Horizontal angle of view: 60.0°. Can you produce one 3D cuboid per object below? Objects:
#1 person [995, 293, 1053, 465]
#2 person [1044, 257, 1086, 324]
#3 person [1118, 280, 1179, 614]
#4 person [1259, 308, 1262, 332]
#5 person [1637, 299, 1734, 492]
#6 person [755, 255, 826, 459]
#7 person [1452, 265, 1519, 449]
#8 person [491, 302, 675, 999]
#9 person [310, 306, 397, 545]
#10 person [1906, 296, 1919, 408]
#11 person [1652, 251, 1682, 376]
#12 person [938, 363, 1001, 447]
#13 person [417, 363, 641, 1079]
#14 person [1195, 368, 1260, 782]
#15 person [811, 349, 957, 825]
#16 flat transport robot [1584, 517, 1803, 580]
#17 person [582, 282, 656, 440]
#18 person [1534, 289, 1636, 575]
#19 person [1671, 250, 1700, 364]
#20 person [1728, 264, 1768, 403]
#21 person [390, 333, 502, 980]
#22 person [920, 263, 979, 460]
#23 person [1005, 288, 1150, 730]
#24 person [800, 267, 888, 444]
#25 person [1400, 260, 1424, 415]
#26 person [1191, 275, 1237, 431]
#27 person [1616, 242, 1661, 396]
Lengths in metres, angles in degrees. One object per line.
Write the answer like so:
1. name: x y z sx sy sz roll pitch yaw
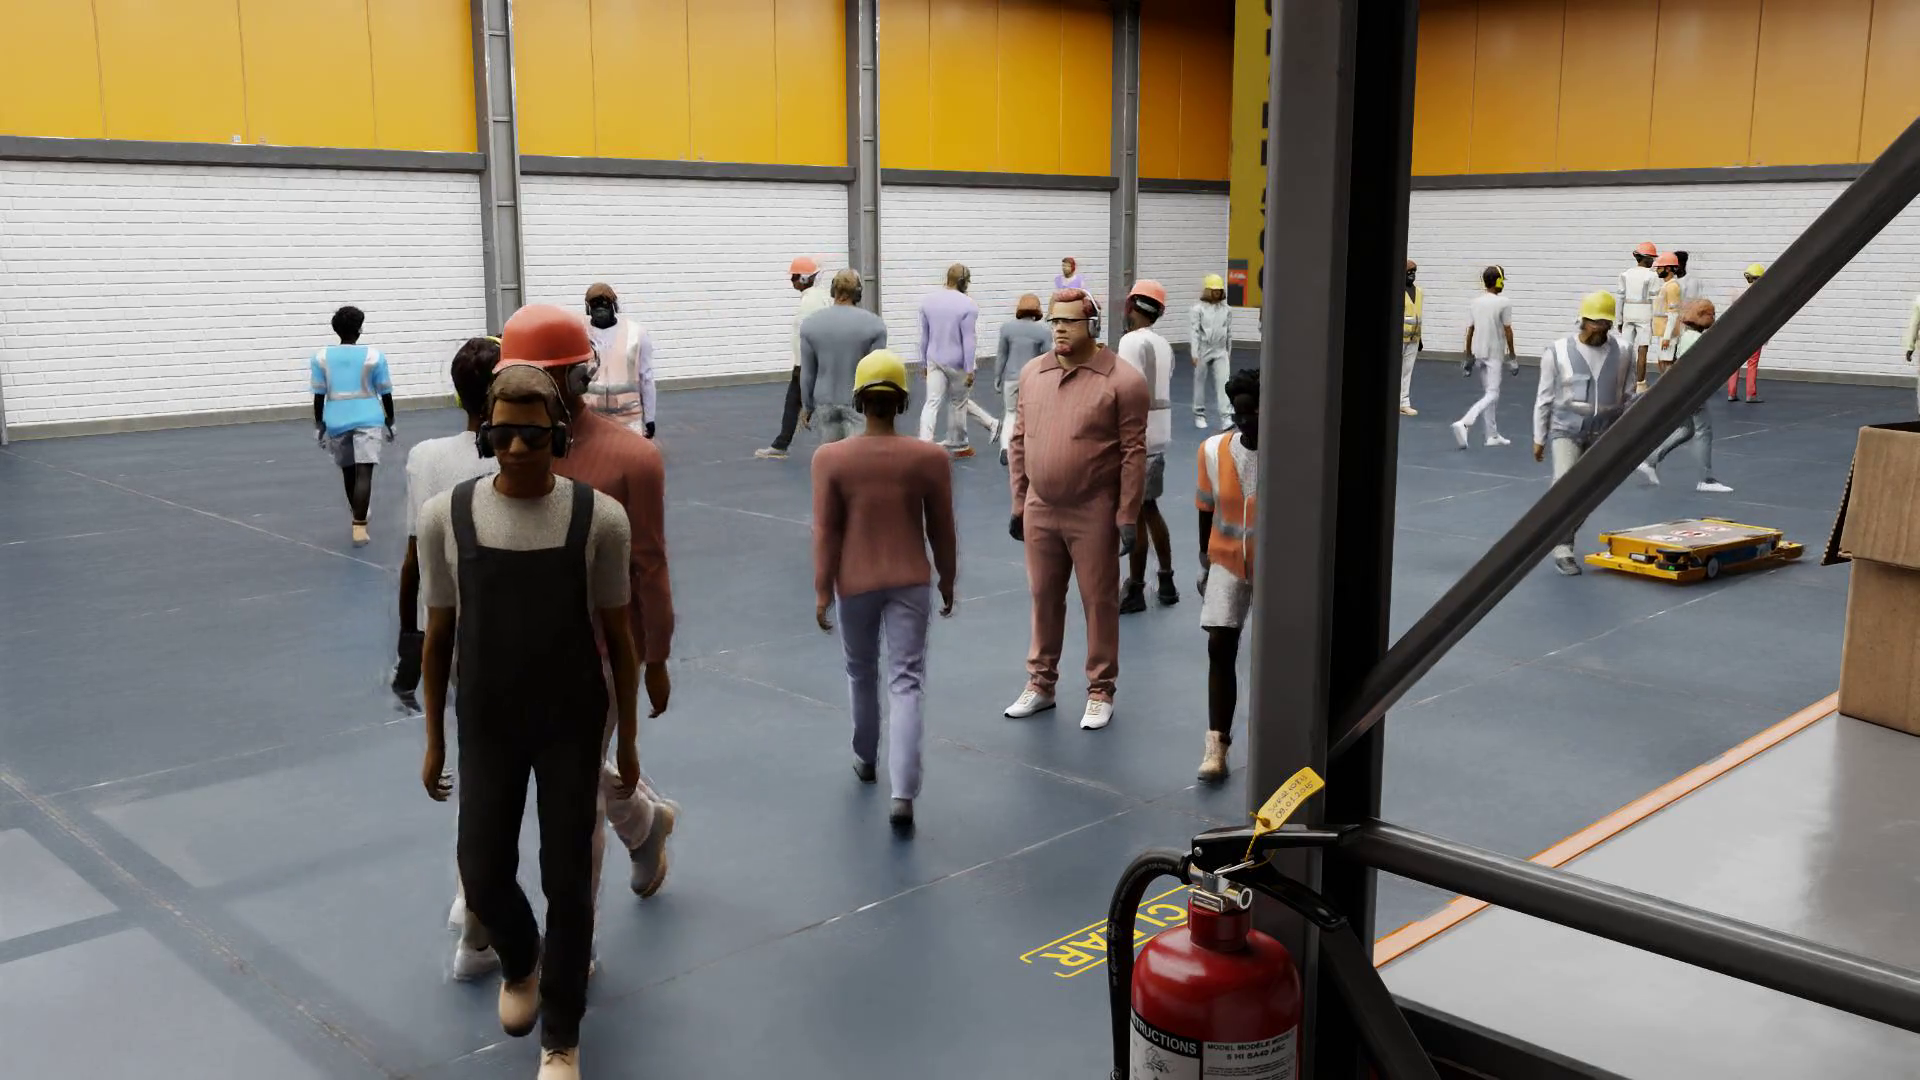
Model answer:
1. person: 0.579 -1.438 15.139 0.536 1.611 0.421 3 11 14
2. person: 1.730 -3.517 25.998 0.566 1.800 0.980 10 14 43
3. person: 1.030 -0.522 9.452 0.376 1.883 0.659 5 11 25
4. person: 4.618 -3.203 24.165 0.521 1.847 0.841 0 10 0
5. person: 6.118 -1.210 13.917 0.707 1.613 0.515 2 11 13
6. person: -1.410 -1.712 15.754 1.016 1.947 0.633 0 10 -2
7. person: 5.275 -1.830 16.689 0.824 1.843 0.533 -6 12 -29
8. person: -1.103 0.273 4.916 0.621 1.959 0.934 4 11 21
9. person: -4.231 -0.816 11.682 0.537 1.636 0.911 -1 10 -3
10. person: 11.030 -2.175 18.690 0.886 1.786 0.603 -10 14 -43
11. person: 8.445 -2.484 19.971 0.372 1.934 0.551 3 11 17
12. person: 0.073 -1.715 16.637 0.647 1.618 0.535 3 11 15
13. person: -1.065 0.471 4.143 0.540 1.830 0.461 -2 11 -10
14. person: 1.192 0.115 6.635 0.548 1.622 0.861 5 12 26
15. person: -0.274 0.159 6.157 0.542 1.720 0.919 -1 10 -6
16. flat transport robot: 4.750 0.043 10.741 1.431 0.197 0.652 -7 13 -34
17. person: -2.407 -0.852 11.384 0.638 1.821 0.636 -2 11 -10
18. person: 3.966 -0.701 10.623 0.616 1.801 0.670 1 10 4
19. person: 9.932 -2.968 22.631 0.787 1.933 0.638 -1 10 -8
20. person: 10.090 -2.633 21.256 0.310 1.766 0.535 -7 12 -32
21. person: -1.359 0.335 4.826 0.571 1.849 0.507 6 12 30
22. person: -0.131 -1.634 15.507 0.655 1.889 1.009 6 12 29
23. person: 0.482 -0.133 7.231 0.637 1.911 0.403 6 12 31
24. person: -0.822 -0.933 11.609 0.646 1.919 0.717 1 10 8
25. person: 5.240 -2.379 19.658 0.629 1.842 0.429 -6 12 -29
26. person: 2.765 -2.035 18.164 0.509 1.689 0.899 -2 11 -11
27. person: 9.065 -2.942 22.191 0.394 2.038 0.611 -7 13 -34
